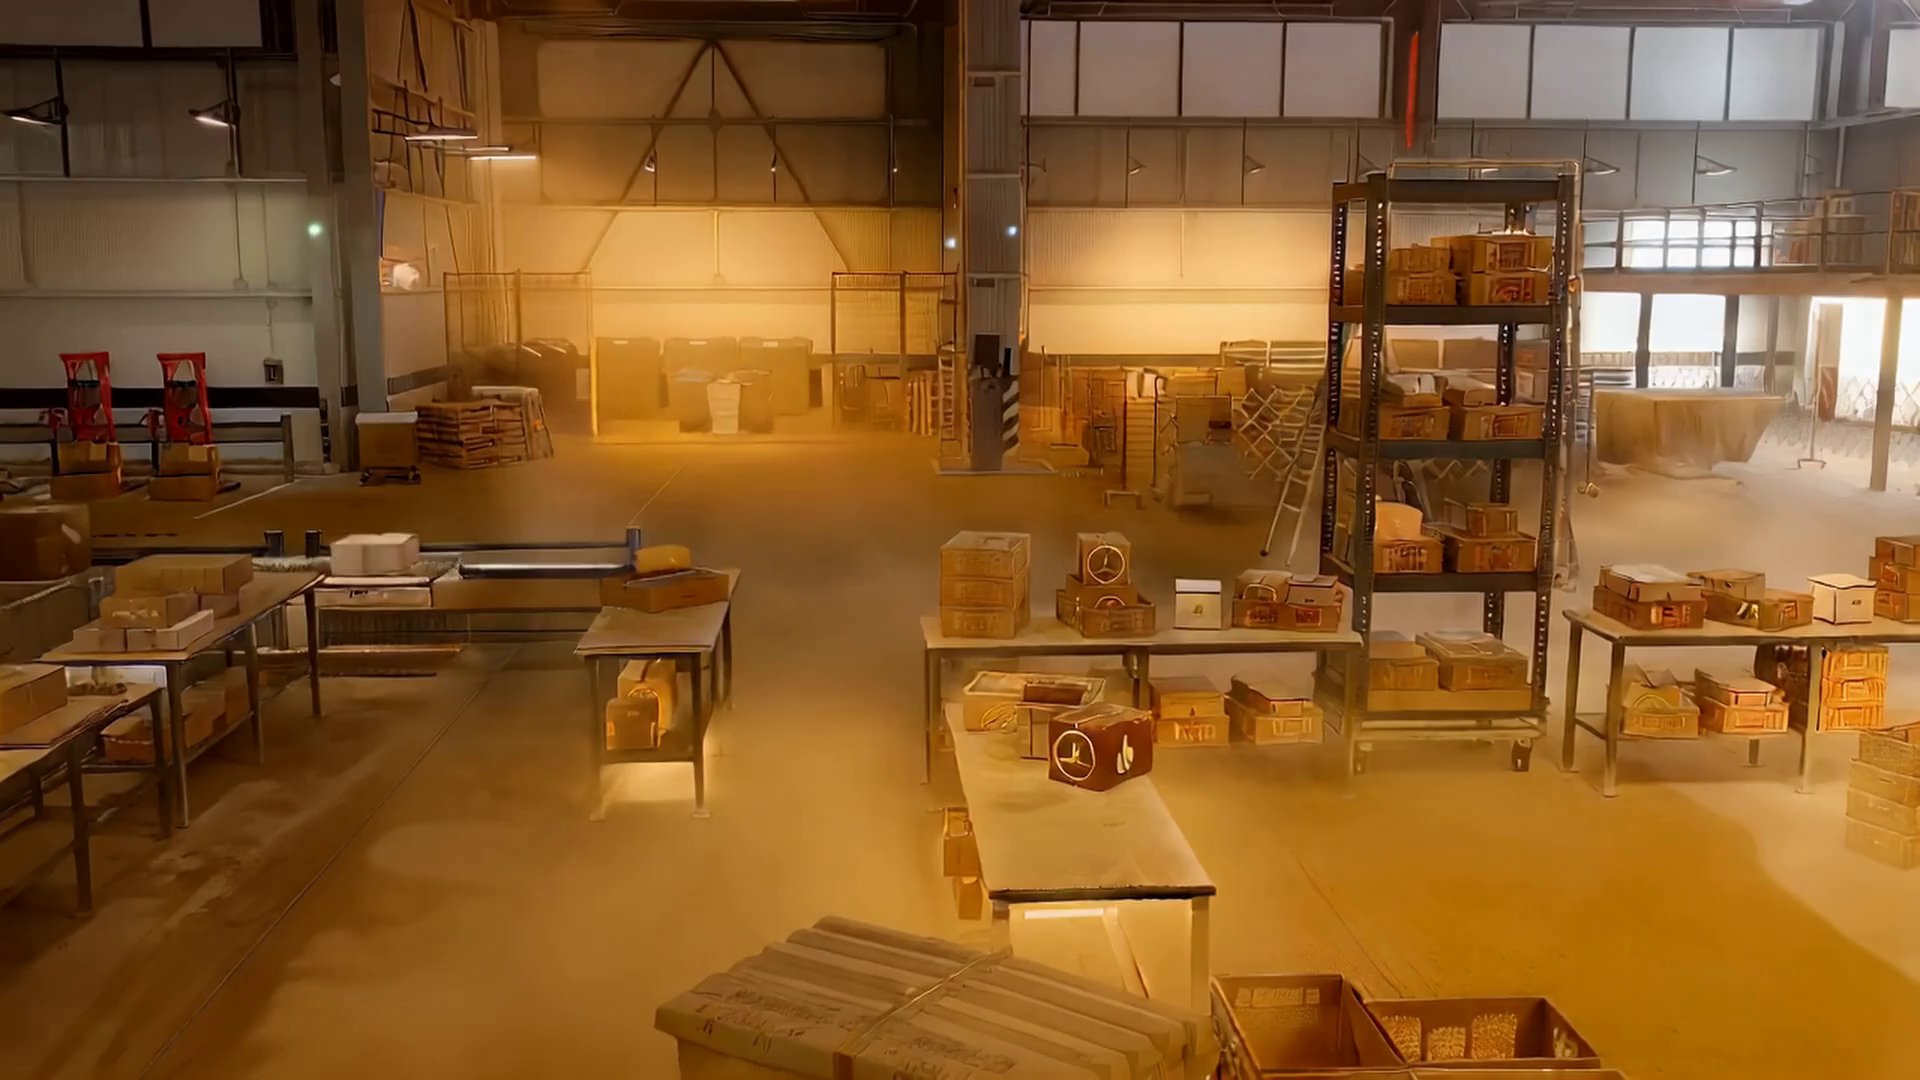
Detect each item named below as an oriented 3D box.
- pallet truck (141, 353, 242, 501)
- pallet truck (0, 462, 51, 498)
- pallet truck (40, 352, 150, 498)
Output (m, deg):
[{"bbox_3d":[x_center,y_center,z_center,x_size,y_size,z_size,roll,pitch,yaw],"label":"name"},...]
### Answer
[{"bbox_3d":[-10.520,-1.604,22.925,0.823,1.965,1.885,-1,9,-6],"label":"pallet truck"},{"bbox_3d":[-13.193,-1.293,23.148,0.653,1.274,1.630,-1,9,-4],"label":"pallet truck"},{"bbox_3d":[-11.907,-1.642,23.165,0.823,1.965,1.885,0,9,0],"label":"pallet truck"}]
